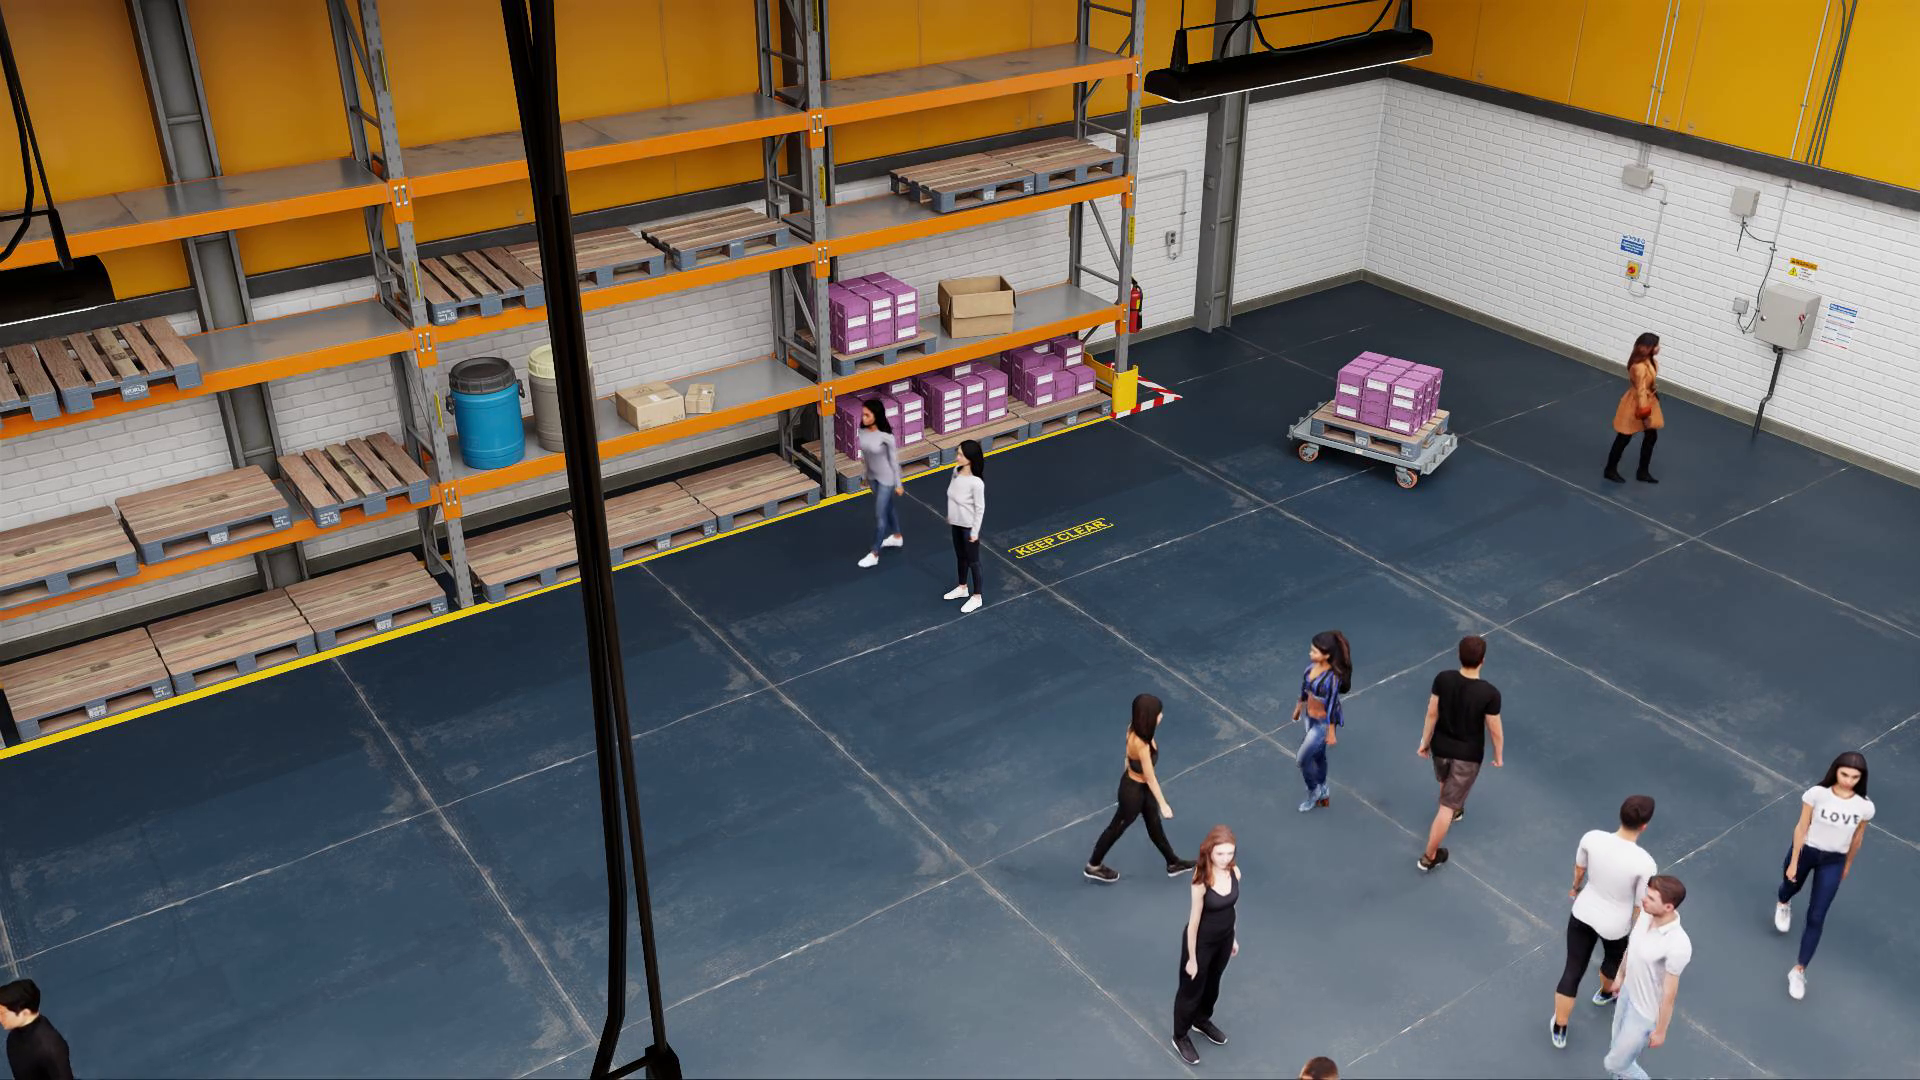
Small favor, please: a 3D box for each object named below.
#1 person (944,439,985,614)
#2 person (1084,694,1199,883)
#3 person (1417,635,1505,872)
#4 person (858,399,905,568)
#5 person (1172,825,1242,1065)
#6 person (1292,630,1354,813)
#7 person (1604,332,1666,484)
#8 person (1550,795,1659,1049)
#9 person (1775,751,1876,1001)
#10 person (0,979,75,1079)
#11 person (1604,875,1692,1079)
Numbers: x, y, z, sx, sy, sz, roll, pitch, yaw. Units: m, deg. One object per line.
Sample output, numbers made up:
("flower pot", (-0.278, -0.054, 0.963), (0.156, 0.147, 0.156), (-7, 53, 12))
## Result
("person", (0.068, -0.152, 15.360), (0.539, 1.700, 0.608), (-18, 33, -30))
("person", (1.168, 1.814, 11.857), (1.099, 1.601, 0.987), (2, 29, 5))
("person", (3.554, 1.586, 12.062), (0.955, 1.806, 1.287), (21, 35, 34))
("person", (-0.715, -0.604, 16.187), (0.972, 1.701, 0.733), (-23, 36, -35))
("person", (1.551, 2.503, 10.448), (0.457, 1.743, 0.636), (-20, 34, -32))
("person", (2.804, 1.378, 12.646), (0.750, 1.611, 0.735), (-5, 29, -9))
("person", (7.079, -1.391, 17.621), (0.863, 1.708, 0.807), (22, 35, 34))
("person", (4.011, 2.448, 10.470), (0.874, 1.817, 1.137), (20, 35, 33))
("person", (5.724, 2.114, 11.169), (0.986, 1.733, 1.215), (12, 31, 21))
("person", (-5.032, 3.126, 9.341), (0.757, 1.707, 0.938), (24, 37, 37))
("person", (4.144, 2.756, 9.885), (0.872, 1.837, 0.825), (0, 29, -1))
